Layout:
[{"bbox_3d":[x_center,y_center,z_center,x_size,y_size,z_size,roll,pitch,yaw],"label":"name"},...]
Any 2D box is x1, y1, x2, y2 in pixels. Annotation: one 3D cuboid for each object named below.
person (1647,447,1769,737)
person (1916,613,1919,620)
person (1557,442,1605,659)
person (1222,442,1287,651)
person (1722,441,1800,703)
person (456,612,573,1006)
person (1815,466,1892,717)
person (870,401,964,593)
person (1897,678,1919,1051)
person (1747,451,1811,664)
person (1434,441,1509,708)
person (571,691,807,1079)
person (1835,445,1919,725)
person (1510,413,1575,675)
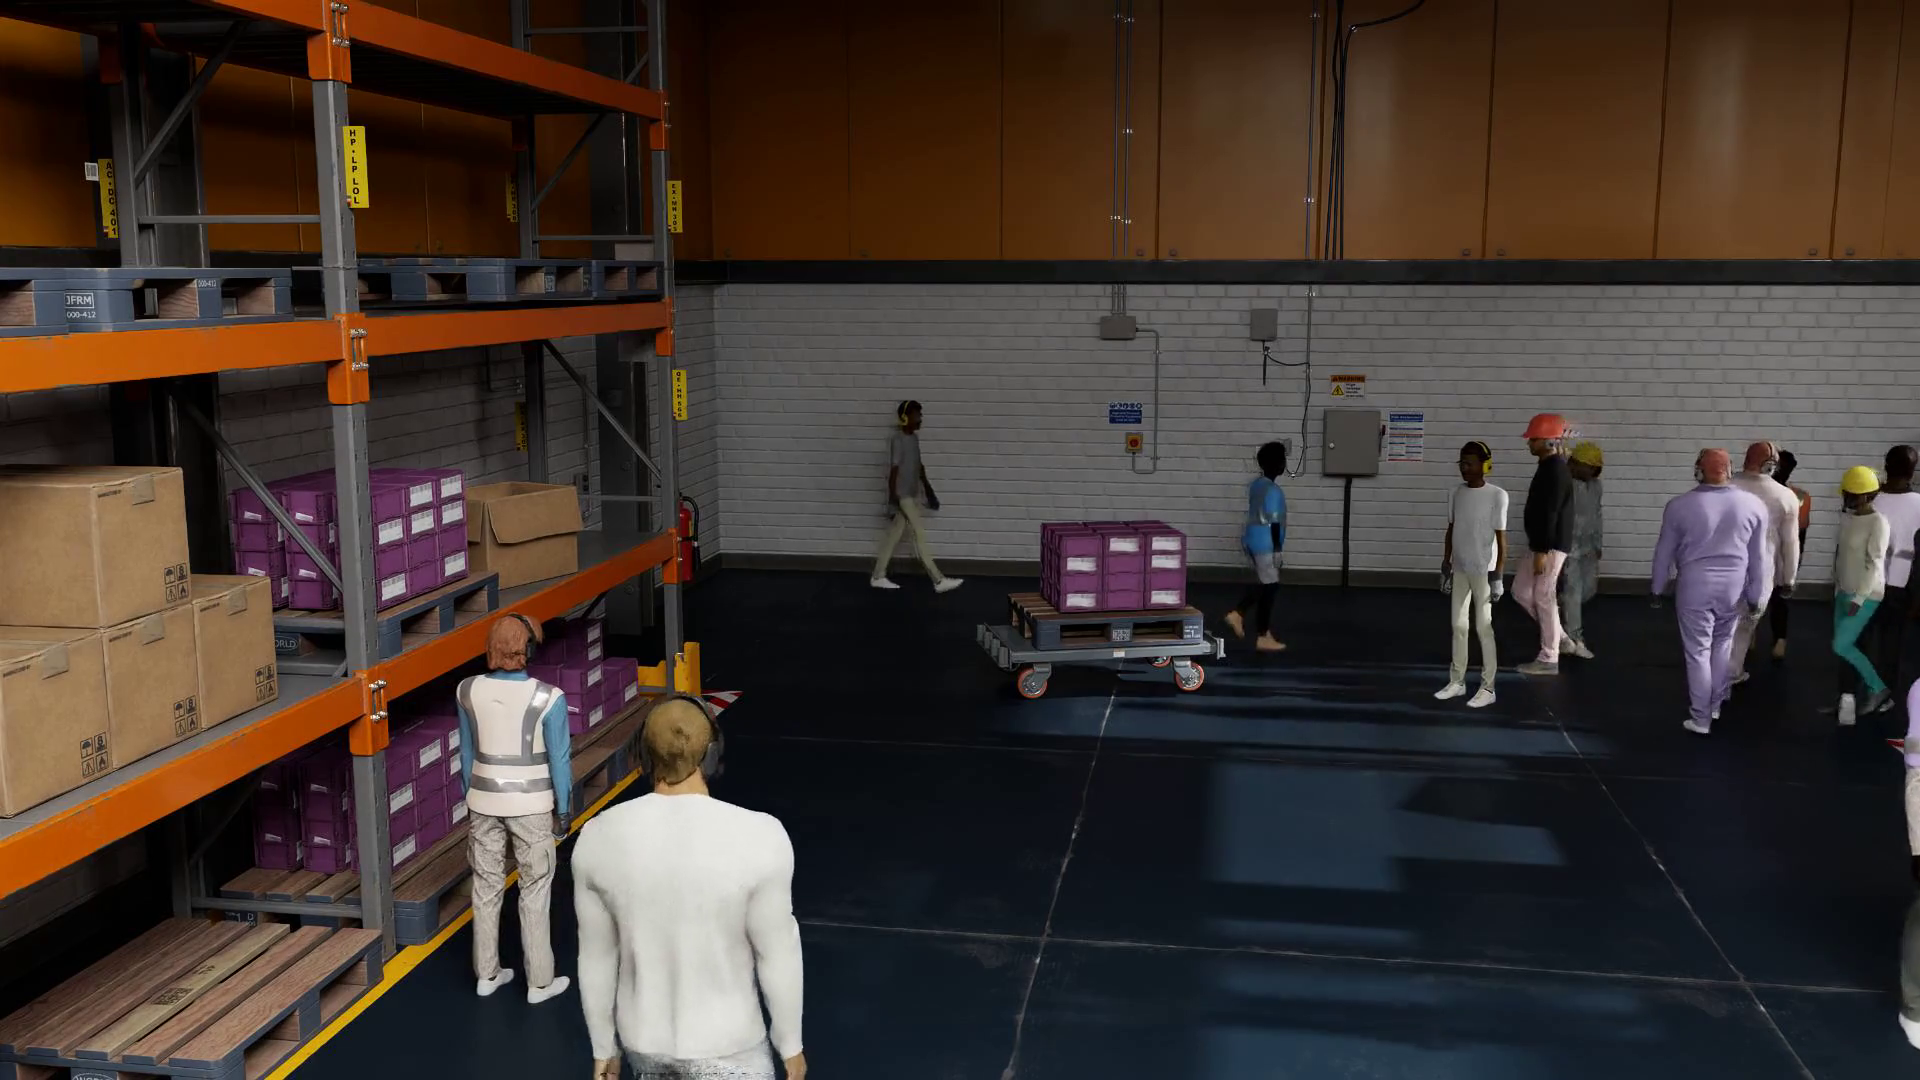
[{"bbox_3d":[4.895,0.321,10.985,0.658,1.886,0.687,1,9,5],"label":"person"},{"bbox_3d":[8.743,-0.149,14.216,0.992,1.780,0.575,2,9,14],"label":"person"},{"bbox_3d":[4.820,0.057,13.136,0.537,1.708,0.597,-5,10,-29],"label":"person"},{"bbox_3d":[2.401,0.058,13.234,0.421,1.688,0.536,0,9,-3],"label":"person"},{"bbox_3d":[5.568,0.215,11.793,0.641,1.851,1.027,8,12,40],"label":"person"},{"bbox_3d":[-1.843,1.113,6.899,0.508,1.628,0.319,2,9,13],"label":"person"},{"bbox_3d":[6.011,0.366,11.136,0.424,1.740,0.558,0,9,2],"label":"person"},{"bbox_3d":[-0.436,-0.405,15.690,0.976,1.820,0.514,2,9,14],"label":"person"},{"bbox_3d":[3.796,1.113,6.133,0.593,1.883,0.958,2,9,9],"label":"person"},{"bbox_3d":[6.304,0.116,12.969,0.539,1.644,0.897,4,10,24],"label":"person"},{"bbox_3d":[3.579,0.232,11.632,0.316,1.861,0.514,-6,11,-34],"label":"person"},{"bbox_3d":[-0.755,1.364,4.469,0.635,1.920,0.785,3,10,18],"label":"person"},{"bbox_3d":[6.191,0.295,11.190,0.603,1.879,0.952,7,12,37],"label":"person"},{"bbox_3d":[4.373,0.036,12.484,0.424,1.979,0.623,1,9,8],"label":"person"}]
